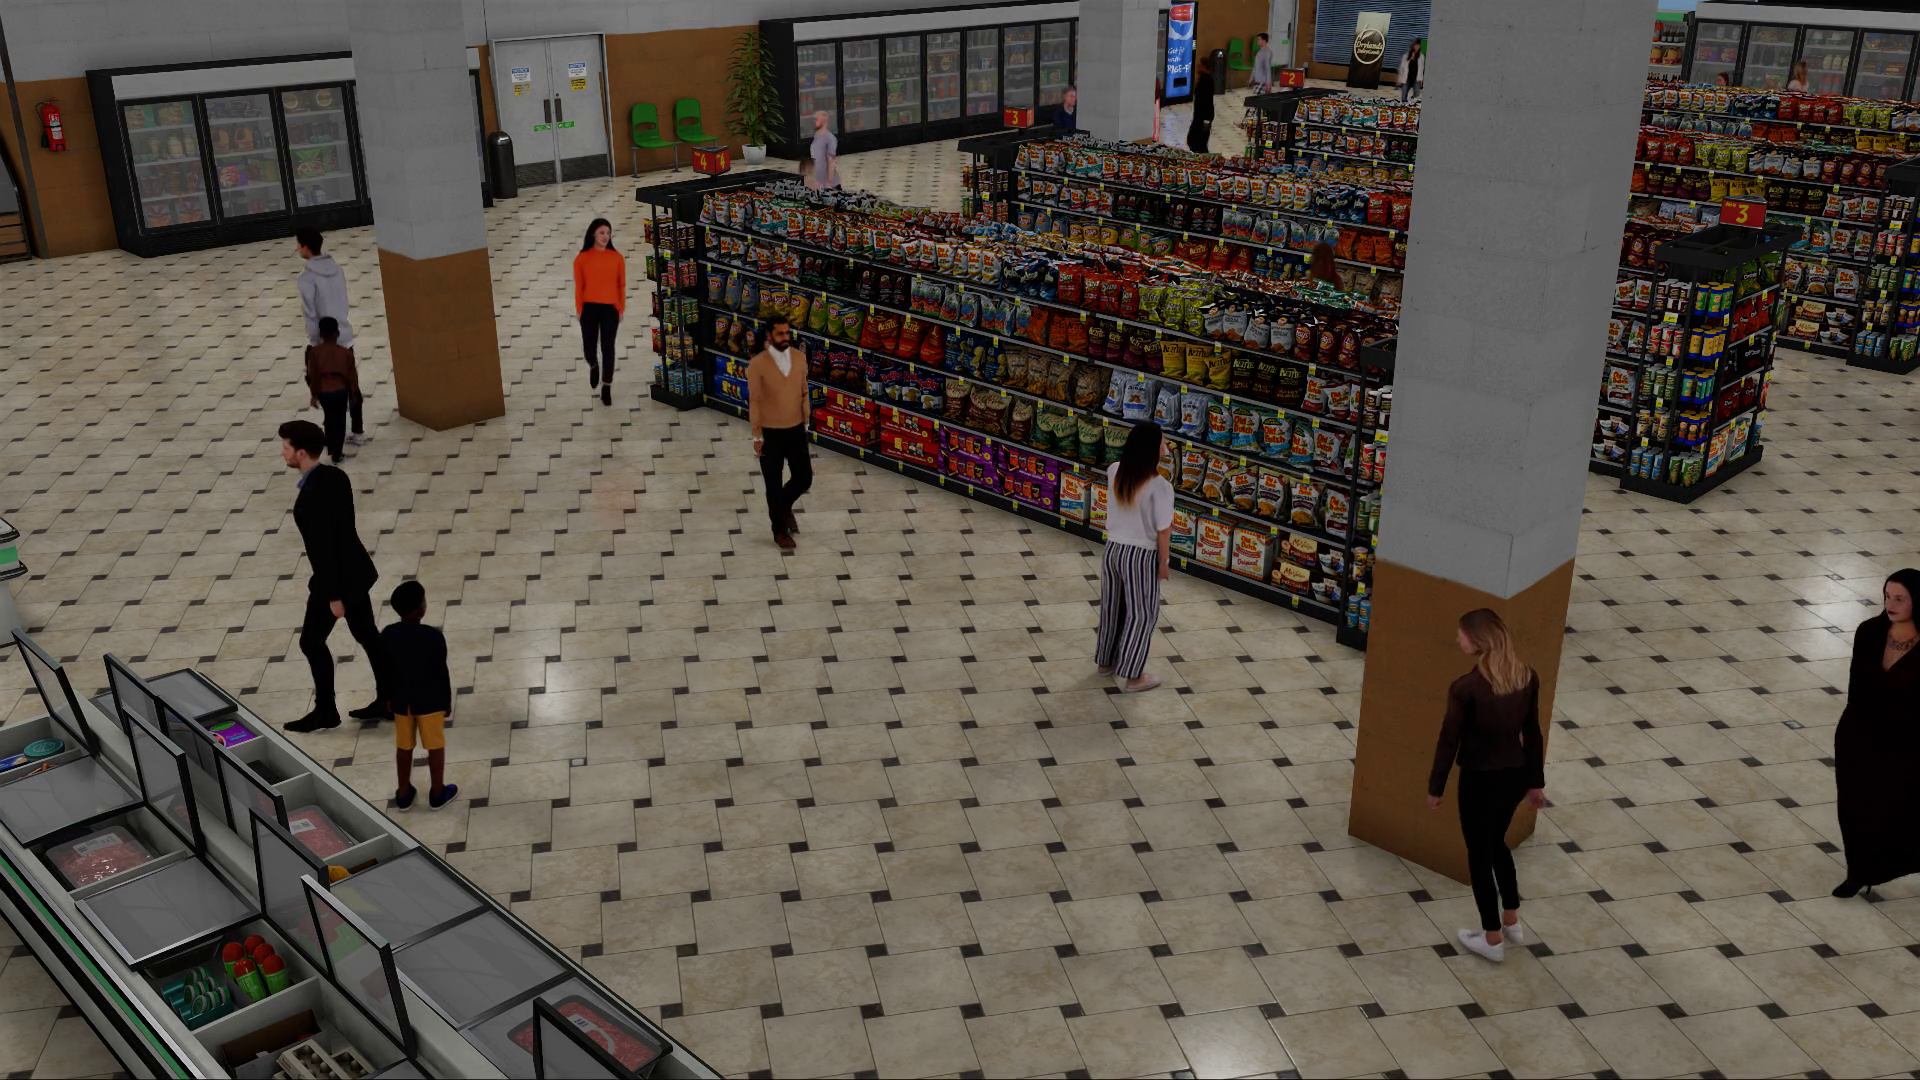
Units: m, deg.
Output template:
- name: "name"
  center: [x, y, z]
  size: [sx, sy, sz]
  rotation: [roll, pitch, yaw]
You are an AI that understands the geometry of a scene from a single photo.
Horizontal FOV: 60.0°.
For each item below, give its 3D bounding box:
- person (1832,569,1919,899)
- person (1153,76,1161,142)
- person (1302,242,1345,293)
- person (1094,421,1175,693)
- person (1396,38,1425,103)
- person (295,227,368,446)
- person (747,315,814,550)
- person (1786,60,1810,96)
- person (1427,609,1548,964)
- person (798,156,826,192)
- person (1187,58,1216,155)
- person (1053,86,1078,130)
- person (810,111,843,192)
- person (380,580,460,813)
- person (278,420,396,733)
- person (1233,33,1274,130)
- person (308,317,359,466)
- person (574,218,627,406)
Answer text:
- name: "person"
  center: [4.435, 0.948, 7.833]
  size: [0.860, 1.733, 0.824]
  rotation: [-15, 26, -32]
- name: "person"
  center: [3.020, -6.186, 25.491]
  size: [1.074, 1.805, 1.083]
  rotation: [-3, 22, -7]
- name: "person"
  center: [3.153, -1.775, 14.653]
  size: [0.686, 1.702, 0.678]
  rotation: [-7, 23, -16]
- name: "person"
  center: [1.055, 0.087, 10.058]
  size: [0.764, 1.673, 0.624]
  rotation: [-16, 27, -35]
- name: "person"
  center: [9.016, -9.211, 33.285]
  size: [0.932, 1.608, 0.987]
  rotation: [6, 23, 14]
- name: "person"
  center: [-5.297, -1.719, 14.233]
  size: [0.776, 1.911, 0.795]
  rotation: [9, 24, 21]
- name: "person"
  center: [-1.357, -0.808, 12.195]
  size: [0.748, 1.741, 0.827]
  rotation: [-13, 25, -29]
- name: "person"
  center: [13.701, -6.875, 27.236]
  size: [0.994, 1.784, 1.205]
  rotation: [-5, 22, -13]
- name: "person"
  center: [2.428, 1.136, 7.455]
  size: [0.732, 1.667, 0.756]
  rotation: [-5, 22, -12]
- name: "person"
  center: [-1.731, -3.525, 19.036]
  size: [0.695, 1.680, 0.781]
  rotation: [11, 24, 25]
- name: "person"
  center: [4.022, -6.805, 26.928]
  size: [0.897, 1.883, 0.850]
  rotation: [1, 22, 3]
- name: "person"
  center: [1.454, -5.516, 23.771]
  size: [0.827, 1.845, 1.139]
  rotation: [-13, 25, -29]
- name: "person"
  center: [-1.673, -4.659, 21.717]
  size: [0.832, 1.786, 1.214]
  rotation: [-16, 27, -35]
- name: "person"
  center: [-2.871, 0.850, 8.777]
  size: [0.625, 1.212, 0.686]
  rotation: [0, 22, 0]
- name: "person"
  center: [-3.452, 0.214, 9.486]
  size: [1.029, 1.863, 0.970]
  rotation: [0, 22, 1]
- name: "person"
  center: [5.873, -8.744, 31.867]
  size: [1.150, 1.799, 1.197]
  rotation: [-4, 22, -9]
- name: "person"
  center: [-5.244, -1.218, 13.890]
  size: [0.615, 1.236, 0.647]
  rotation: [-5, 22, -12]
- name: "person"
  center: [-3.365, -2.142, 15.529]
  size: [0.814, 1.730, 0.900]
  rotation: [-6, 23, -14]
